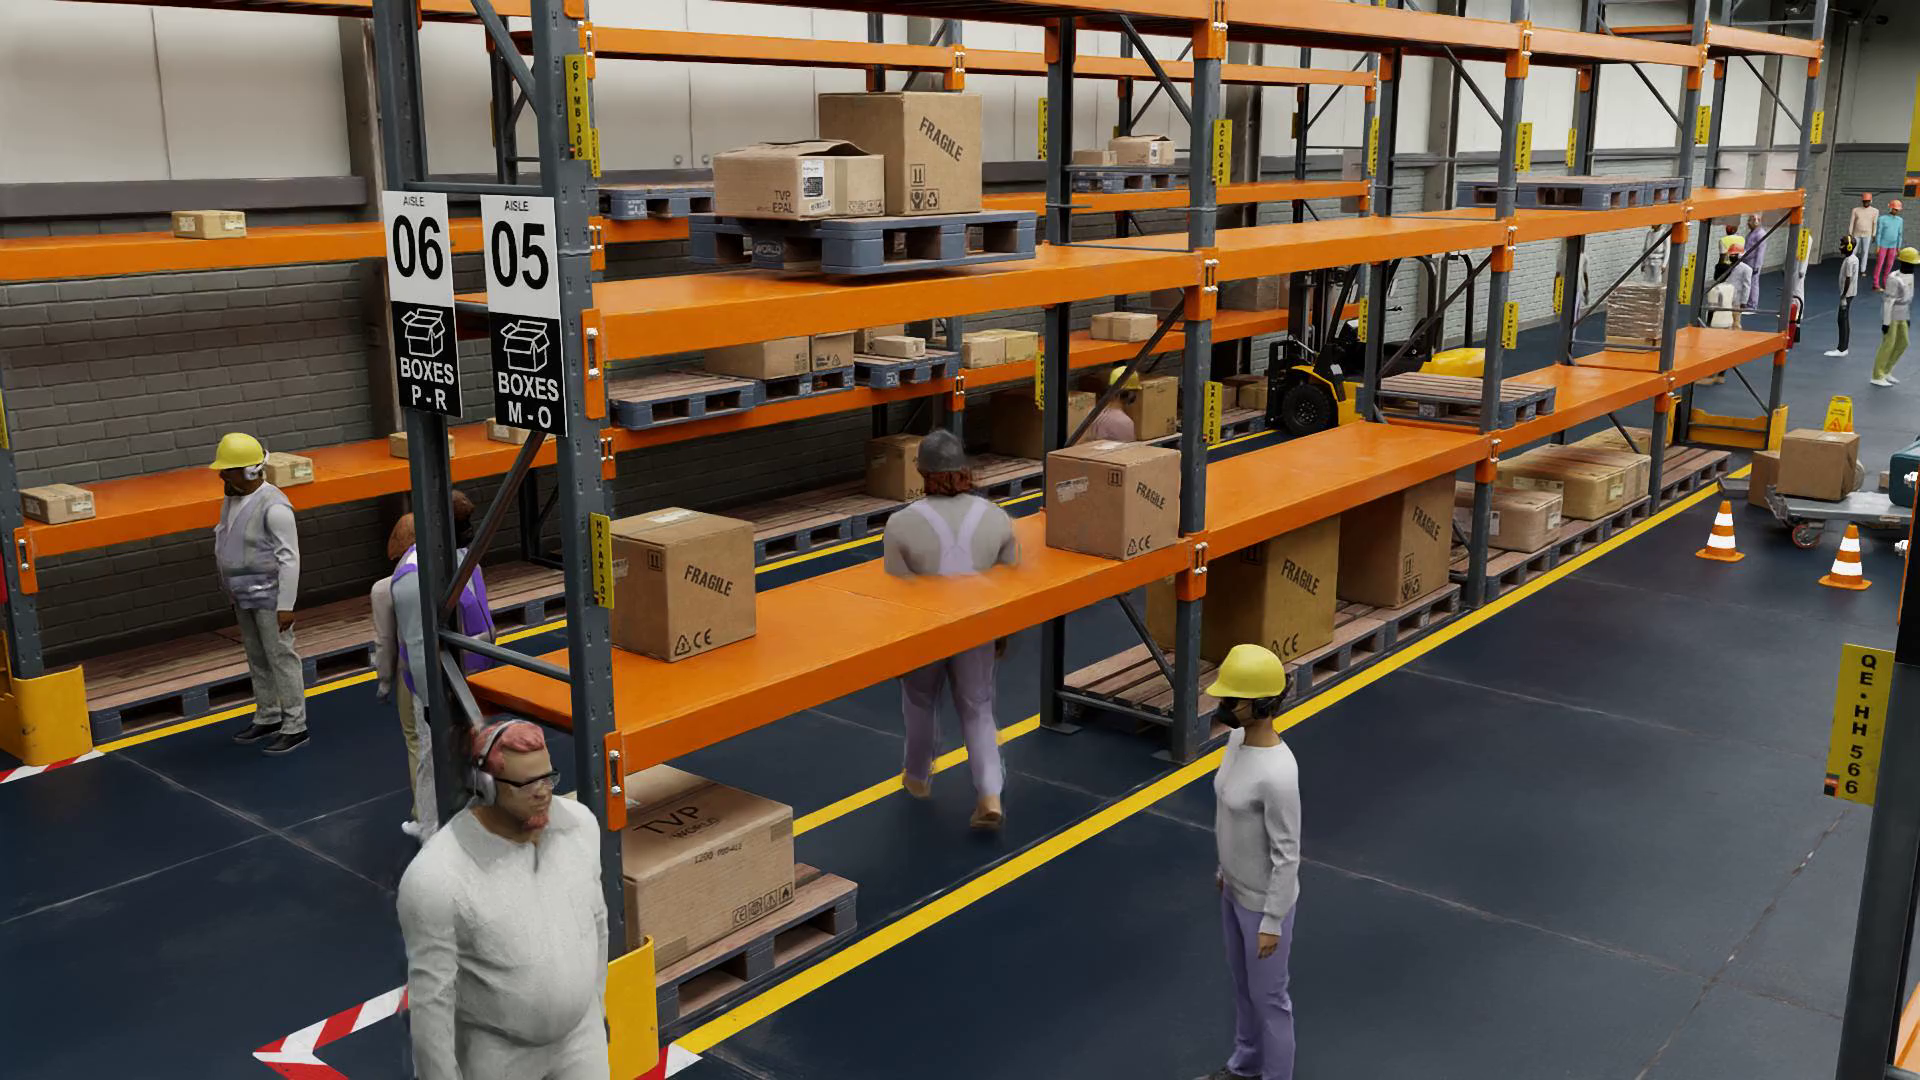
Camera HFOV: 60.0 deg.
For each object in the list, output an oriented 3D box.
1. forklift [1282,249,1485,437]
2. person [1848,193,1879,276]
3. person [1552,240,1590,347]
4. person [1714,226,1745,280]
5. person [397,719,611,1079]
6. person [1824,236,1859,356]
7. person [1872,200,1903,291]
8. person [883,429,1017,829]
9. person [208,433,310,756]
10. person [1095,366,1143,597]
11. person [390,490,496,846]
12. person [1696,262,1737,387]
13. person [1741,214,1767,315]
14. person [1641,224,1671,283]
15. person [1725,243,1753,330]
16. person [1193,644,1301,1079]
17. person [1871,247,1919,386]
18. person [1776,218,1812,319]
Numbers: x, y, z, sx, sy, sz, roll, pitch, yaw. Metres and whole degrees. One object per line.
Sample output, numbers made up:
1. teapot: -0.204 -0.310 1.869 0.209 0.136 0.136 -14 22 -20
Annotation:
1. forklift: 4.886 -2.214 18.767 2.313 2.155 1.214 11 18 38
2. person: 21.839 -7.393 40.262 0.608 1.996 0.380 6 15 24
3. person: 9.892 -4.013 26.889 0.583 1.821 0.925 6 15 23
4. person: 14.163 -4.951 30.629 0.570 1.843 0.373 -6 15 -23
5. person: -1.298 1.386 4.771 0.832 1.879 0.651 12 18 39
6. person: 13.747 -3.785 25.859 0.334 1.860 0.509 8 16 30
7. person: 20.335 -6.441 36.424 0.614 1.983 0.404 -2 14 -7
8. person: -0.042 0.423 8.346 0.694 2.000 0.968 -4 14 -16
9. person: -3.920 0.298 9.289 0.601 1.827 0.403 11 18 38
10. person: 1.177 -0.428 12.399 0.393 1.751 0.545 -4 14 -17
11. person: -2.386 0.662 7.814 0.429 1.837 0.628 2 14 8
12. person: 10.387 -2.950 22.790 0.539 1.695 0.318 -8 16 -31
13. person: 15.111 -5.266 31.790 0.402 1.906 0.651 2 14 7
14. person: 13.361 -5.311 32.015 0.337 1.882 0.585 -6 15 -23
15. person: 11.979 -3.728 25.839 0.329 1.750 0.572 -6 15 -22
16. person: 0.988 1.209 5.714 0.330 1.767 0.528 -2 14 -8
17. person: 12.839 -3.050 22.762 0.617 1.904 0.447 -10 17 -36
18. person: 15.562 -5.070 31.034 0.409 1.895 0.657 -1 14 -5
